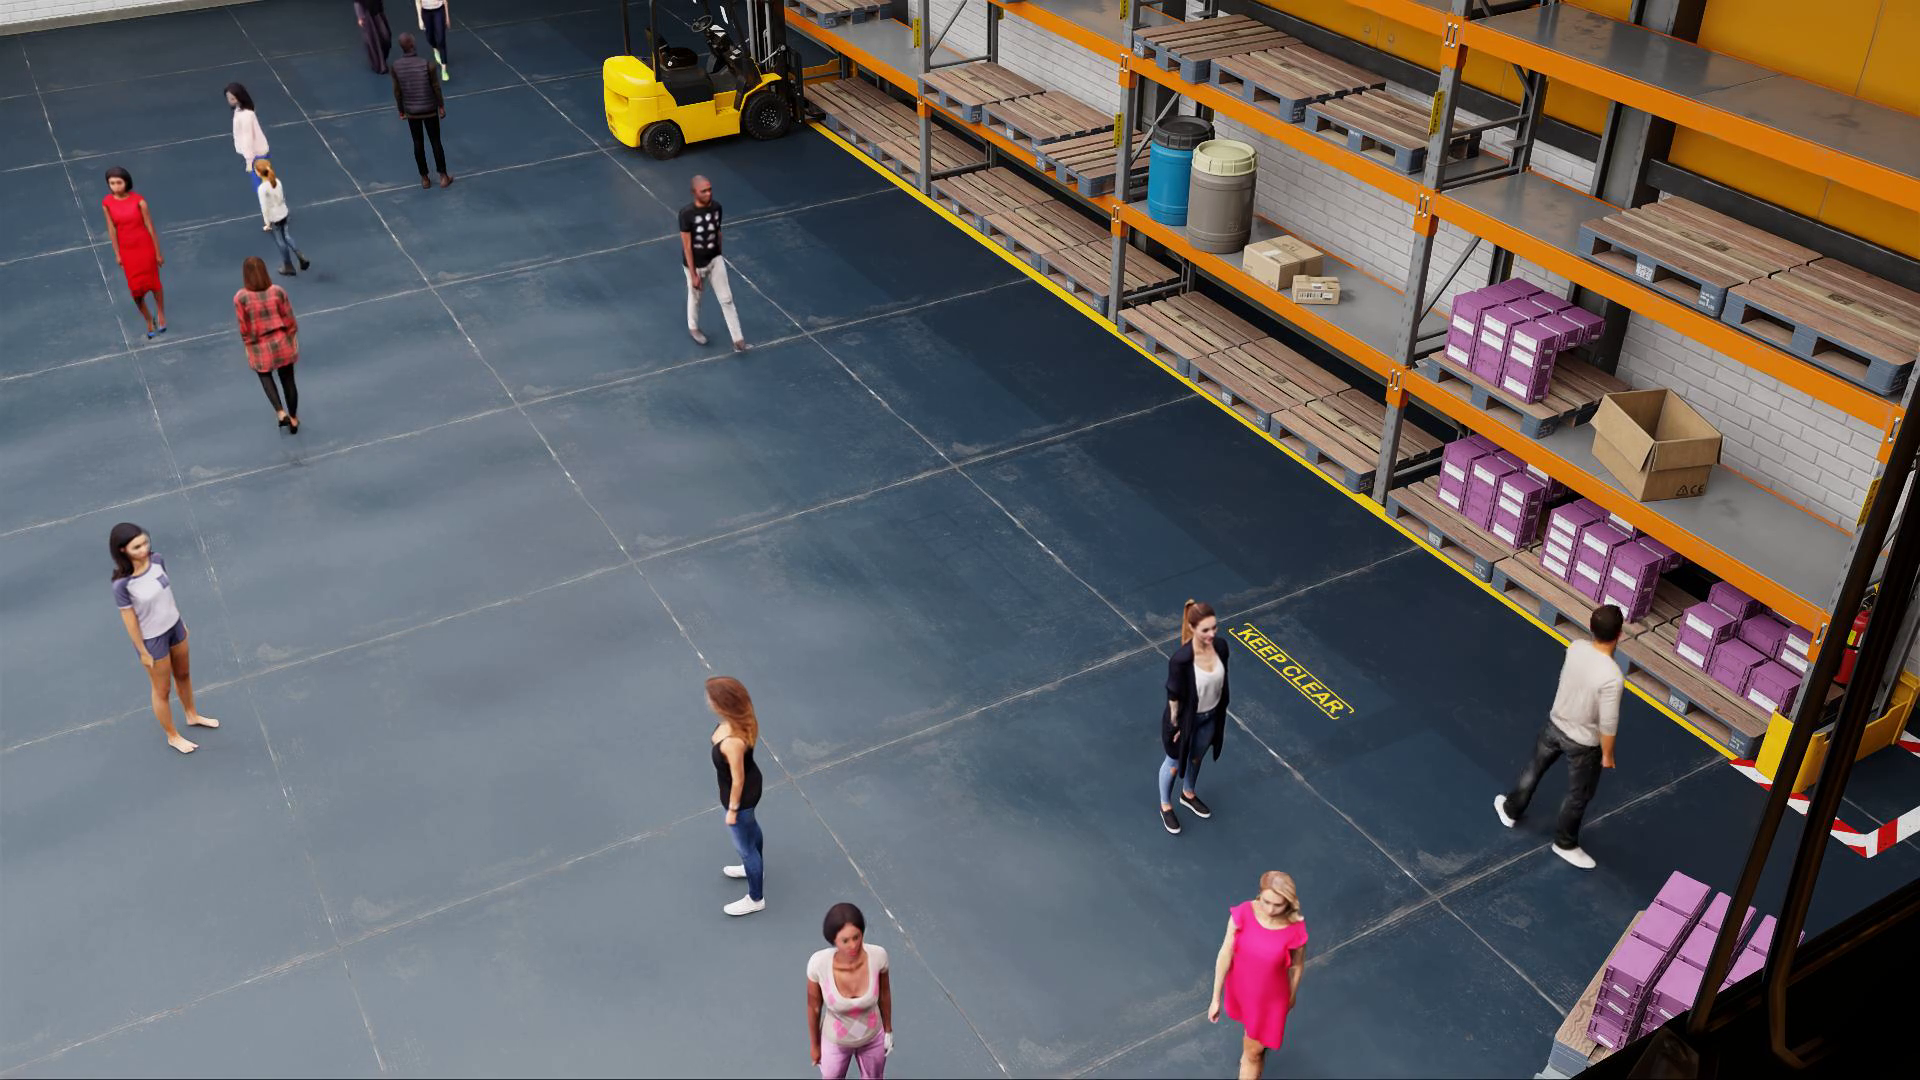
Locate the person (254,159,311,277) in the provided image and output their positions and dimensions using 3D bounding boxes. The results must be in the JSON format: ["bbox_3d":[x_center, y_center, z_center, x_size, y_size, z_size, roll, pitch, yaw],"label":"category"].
[{"bbox_3d":[-7.176,-3.398,17.616,0.757,1.308,0.667,15,36,21],"label":"person"}]

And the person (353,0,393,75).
[{"bbox_3d":[-8.327,-7.412,23.386,0.688,1.607,0.843,-26,42,-34],"label":"person"}]

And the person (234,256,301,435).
[{"bbox_3d":[-6.071,-1.674,14.676,0.645,1.693,0.627,-15,36,-21],"label":"person"}]

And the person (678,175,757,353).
[{"bbox_3d":[-2.539,-2.680,16.132,0.763,1.756,1.203,-23,40,-30],"label":"person"}]

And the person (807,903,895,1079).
[{"bbox_3d":[-0.544,2.497,8.362,0.638,1.736,0.614,-7,34,-10],"label":"person"}]

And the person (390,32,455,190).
[{"bbox_3d":[-6.374,-5.074,19.661,0.775,1.836,0.740,-3,34,-5],"label":"person"}]

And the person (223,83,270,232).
[{"bbox_3d":[-7.824,-4.288,18.578,0.967,1.727,0.647,-1,34,-1],"label":"person"}]

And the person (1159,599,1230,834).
[{"bbox_3d":[1.465,1.098,10.514,0.620,1.683,0.545,-18,38,-25],"label":"person"}]

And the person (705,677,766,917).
[{"bbox_3d":[-1.305,1.490,9.890,0.732,1.721,0.605,-2,34,-4],"label":"person"}]

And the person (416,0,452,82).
[{"bbox_3d":[-7.337,-7.305,23.162,0.789,1.675,1.151,-8,35,-12],"label":"person"}]

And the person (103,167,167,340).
[{"bbox_3d":[-8.112,-2.877,16.450,0.667,1.731,0.702,-9,35,-13],"label":"person"}]

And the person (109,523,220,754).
[{"bbox_3d":[-5.384,0.632,11.168,0.713,1.735,0.656,9,35,13],"label":"person"}]

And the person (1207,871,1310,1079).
[{"bbox_3d":[1.584,2.286,8.722,1.055,1.689,0.982,17,37,24],"label":"person"}]

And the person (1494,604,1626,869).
[{"bbox_3d":[3.807,1.223,10.232,1.002,1.787,0.648,-5,34,-8],"label":"person"}]
